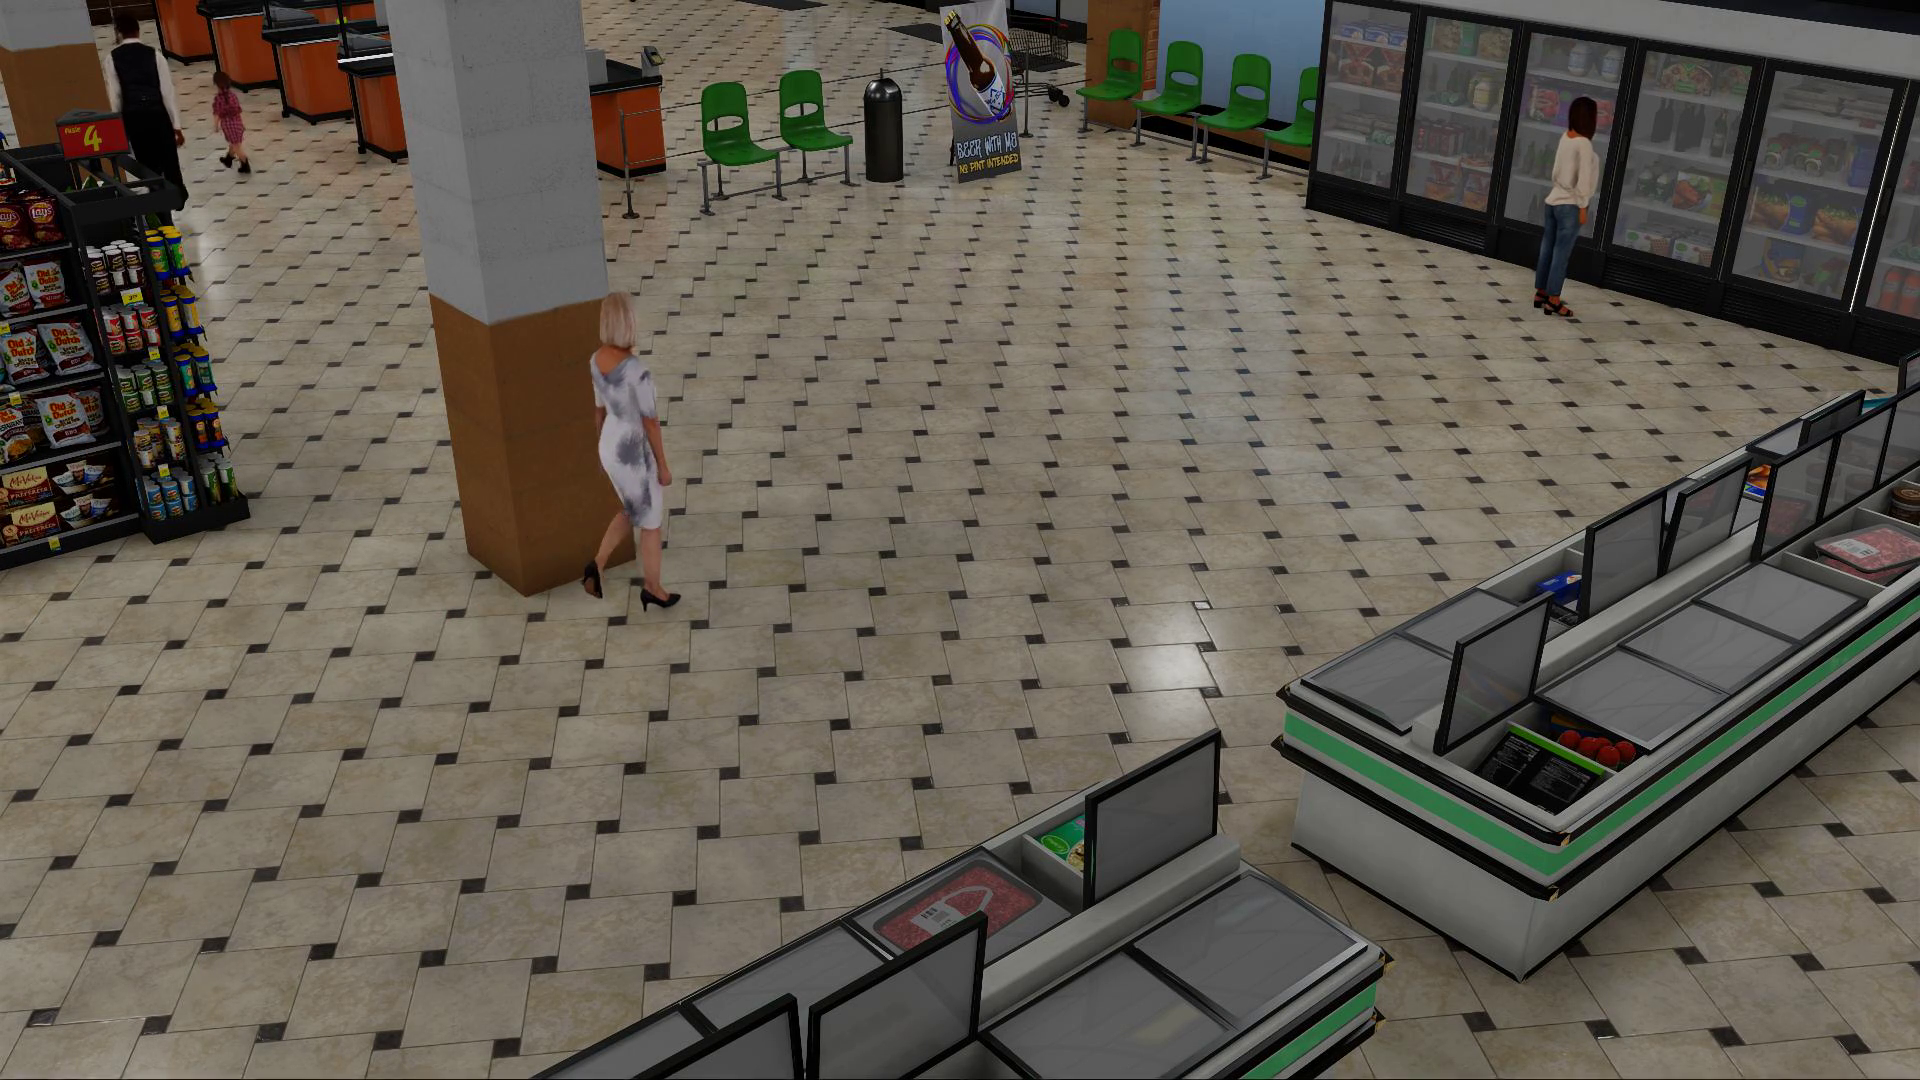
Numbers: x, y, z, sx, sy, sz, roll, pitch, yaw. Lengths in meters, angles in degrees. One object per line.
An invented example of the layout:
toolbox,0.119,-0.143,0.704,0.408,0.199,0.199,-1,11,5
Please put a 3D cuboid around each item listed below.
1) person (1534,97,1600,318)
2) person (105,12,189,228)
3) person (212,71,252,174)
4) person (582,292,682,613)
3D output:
person,4.697,-2.592,12.904,0.730,1.683,0.702,-2,27,-4
person,-7.238,-3.643,14.823,1.293,1.821,1.074,-9,28,-17
person,-7.364,-4.201,16.832,0.618,0.998,0.710,17,31,30
person,-1.748,-0.385,8.497,0.633,1.733,0.784,24,35,39
